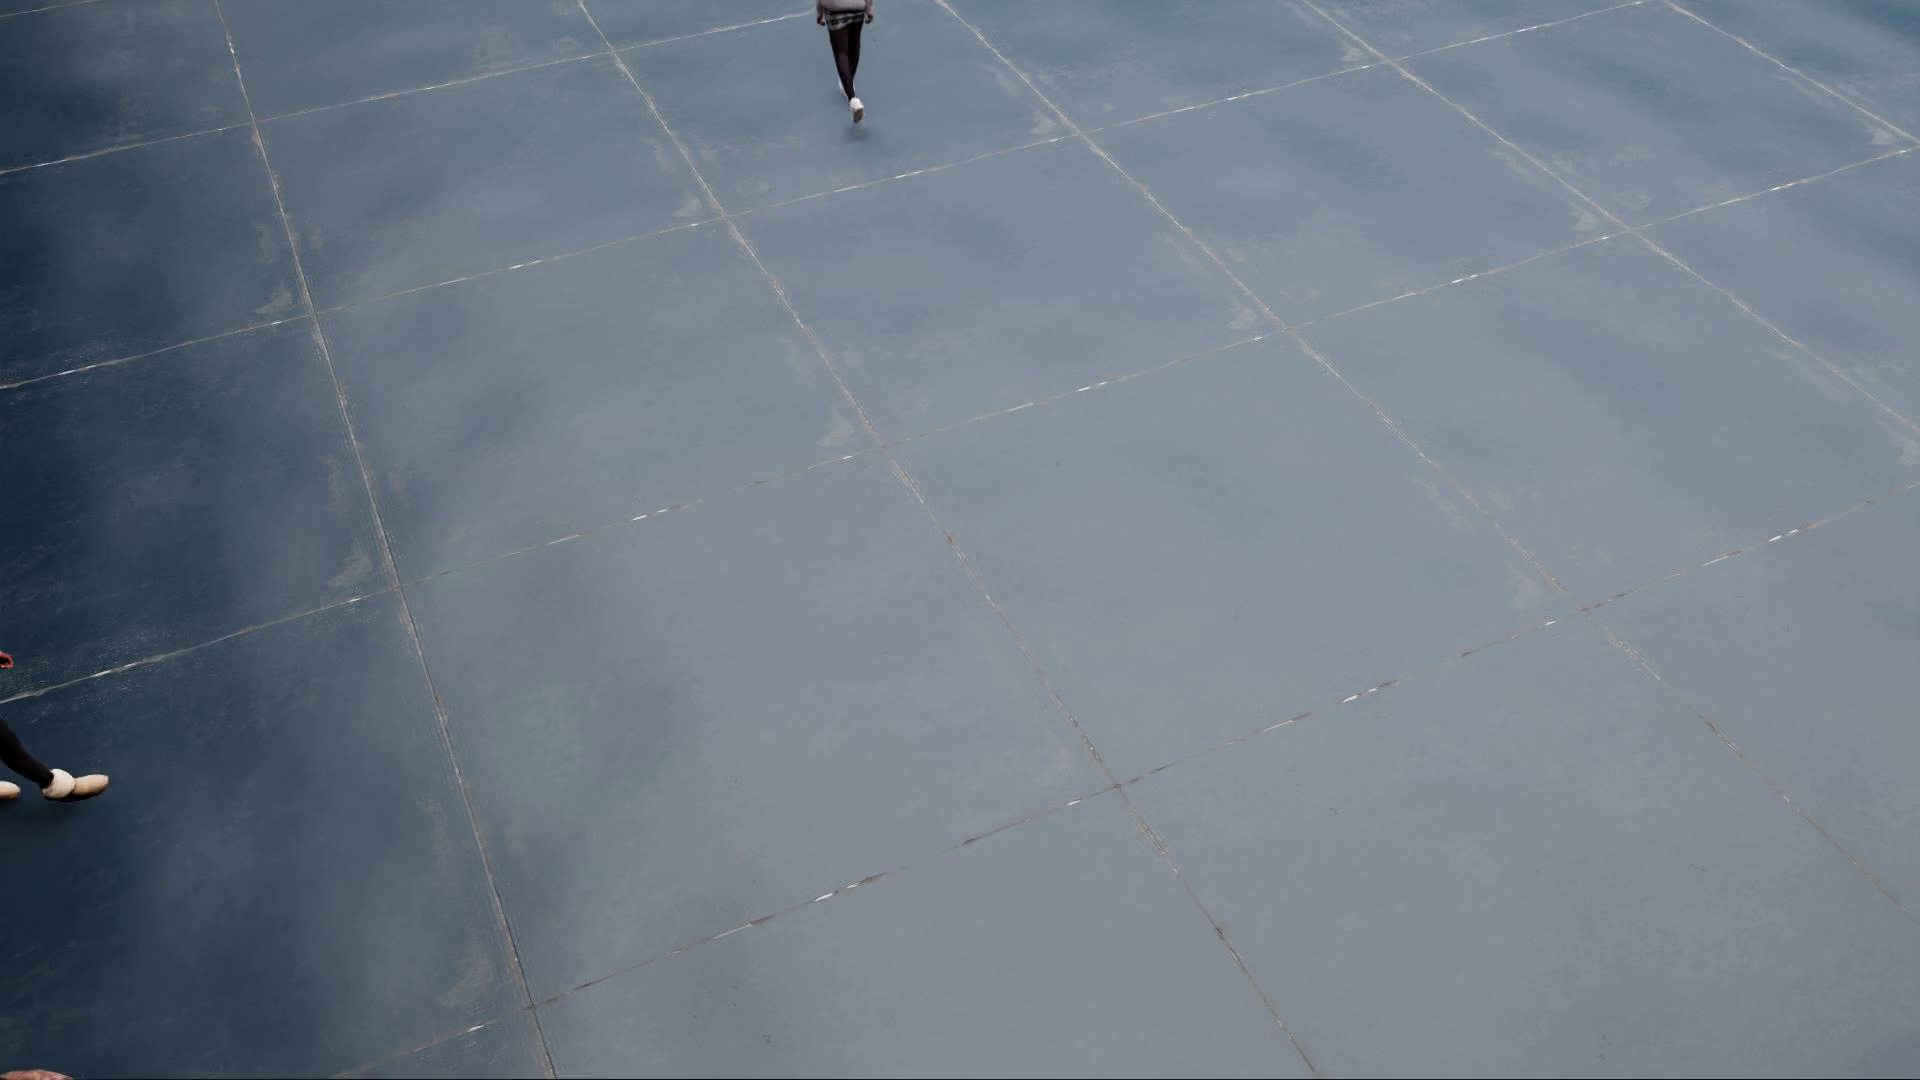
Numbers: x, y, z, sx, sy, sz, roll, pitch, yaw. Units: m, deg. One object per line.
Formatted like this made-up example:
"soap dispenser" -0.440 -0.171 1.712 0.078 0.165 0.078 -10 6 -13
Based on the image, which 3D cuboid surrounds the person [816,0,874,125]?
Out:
"person" -0.878 -4.130 13.004 0.743 1.747 1.147 -11 43 -12
